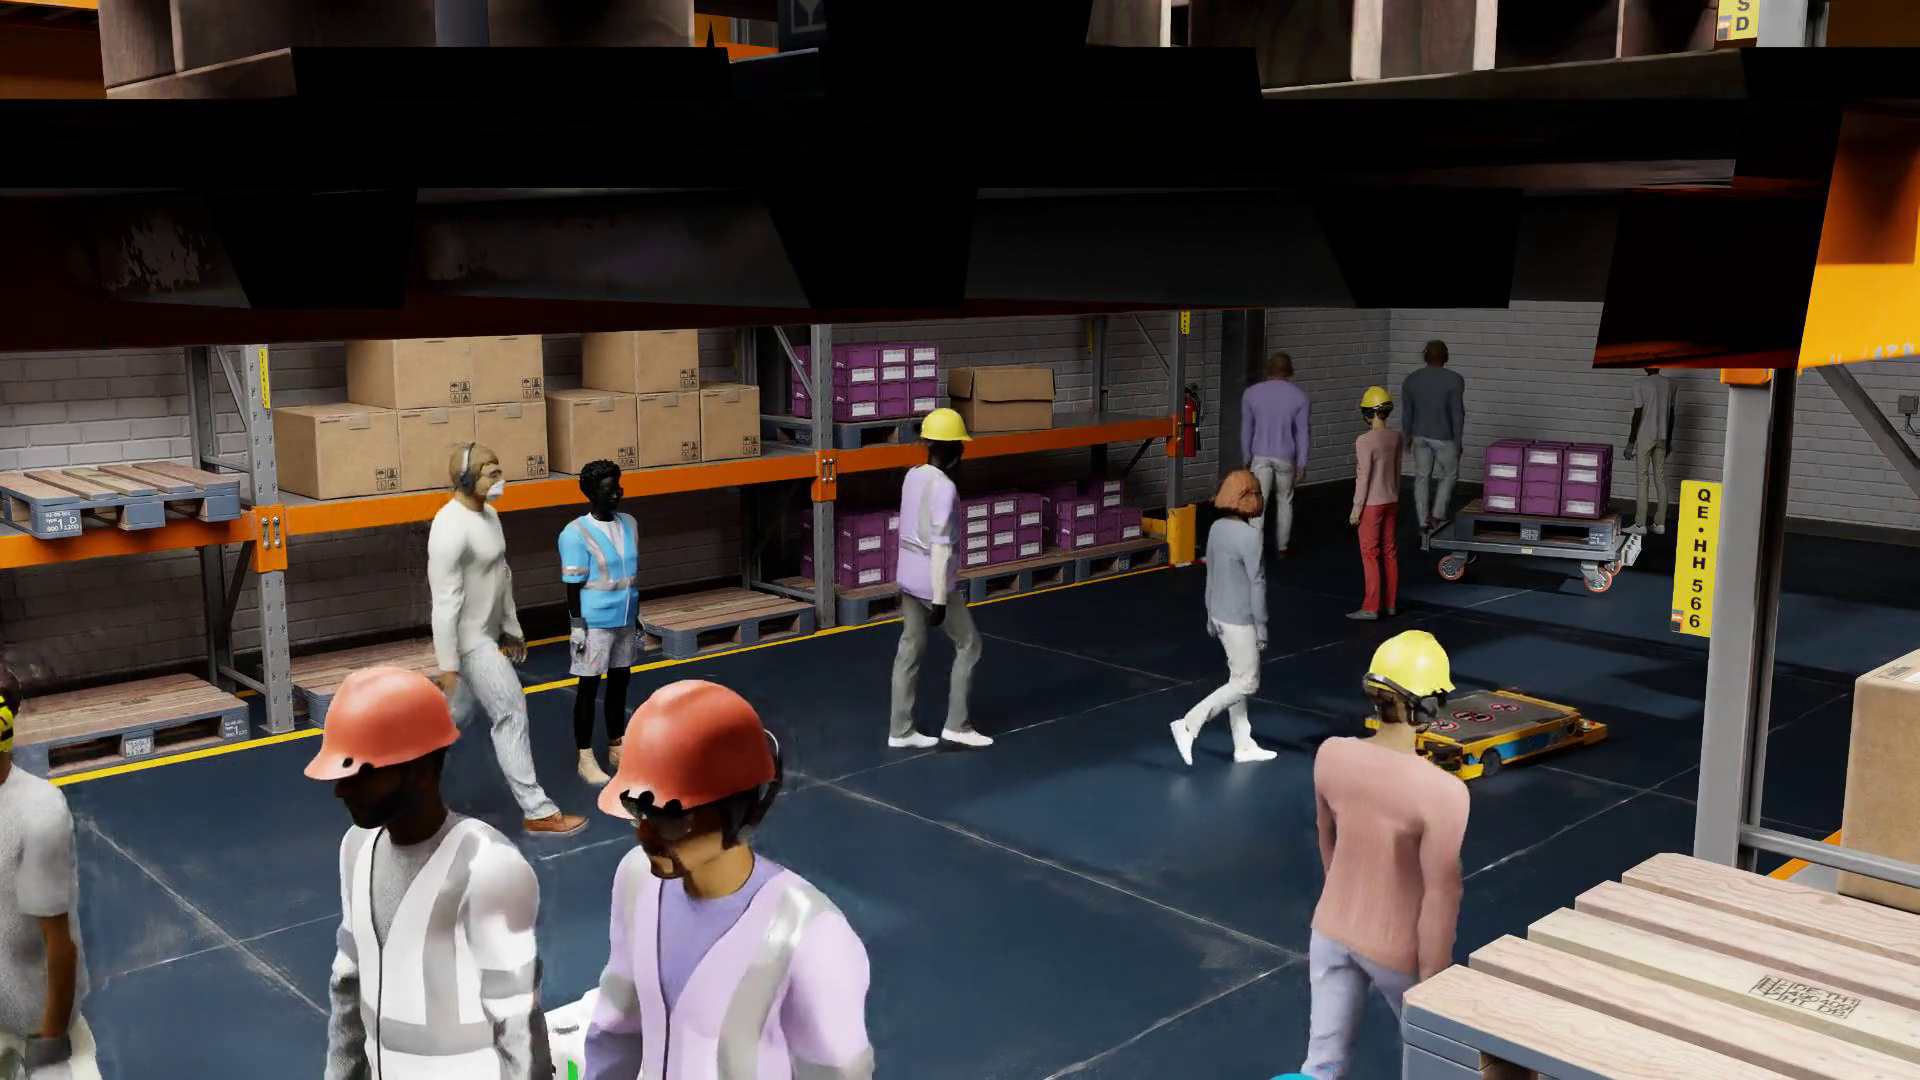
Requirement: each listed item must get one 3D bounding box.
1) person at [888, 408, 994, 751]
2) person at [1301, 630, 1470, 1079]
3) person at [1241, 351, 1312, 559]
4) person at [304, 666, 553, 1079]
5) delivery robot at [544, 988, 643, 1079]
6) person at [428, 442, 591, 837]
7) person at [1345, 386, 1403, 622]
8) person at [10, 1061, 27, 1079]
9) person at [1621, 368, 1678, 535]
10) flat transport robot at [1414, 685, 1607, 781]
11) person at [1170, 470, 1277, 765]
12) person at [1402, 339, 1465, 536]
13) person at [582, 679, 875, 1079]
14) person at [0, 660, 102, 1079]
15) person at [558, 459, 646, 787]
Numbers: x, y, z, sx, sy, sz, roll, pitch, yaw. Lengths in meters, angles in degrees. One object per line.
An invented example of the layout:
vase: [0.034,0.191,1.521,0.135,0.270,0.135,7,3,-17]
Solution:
person: [-0.103,0.227,9.196,0.699,1.904,0.588,-5,11,-27]
person: [1.235,1.097,4.640,0.853,1.729,0.532,-8,12,-39]
person: [2.780,-0.719,14.779,0.629,1.910,0.912,3,10,18]
person: [-1.164,1.205,3.443,0.583,1.910,0.704,8,12,39]
delivery robot: [-1.004,1.538,5.203,0.477,0.478,0.707,9,13,44]
person: [-2.315,0.474,7.811,1.013,1.896,0.647,-1,10,-3]
person: [3.112,-0.269,12.521,0.533,1.767,0.326,-8,13,-40]
person: [-3.099,1.026,4.735,0.606,1.829,0.969,4,10,22]
person: [6.776,-0.976,16.351,0.520,1.874,0.332,-2,10,-13]
flat transport robot: [2.866,1.049,9.170,1.431,0.197,0.652,-7,12,-36]
person: [1.426,0.427,8.858,0.611,1.617,0.510,-3,10,-16]
person: [4.631,-0.993,16.268,0.662,1.927,0.463,8,13,39]
person: [-0.501,1.235,3.014,0.982,1.996,0.625,-8,13,-41]
person: [-2.256,1.148,4.084,0.521,1.824,0.974,5,11,27]
person: [-1.846,0.421,8.679,0.315,1.696,0.541,6,11,30]
